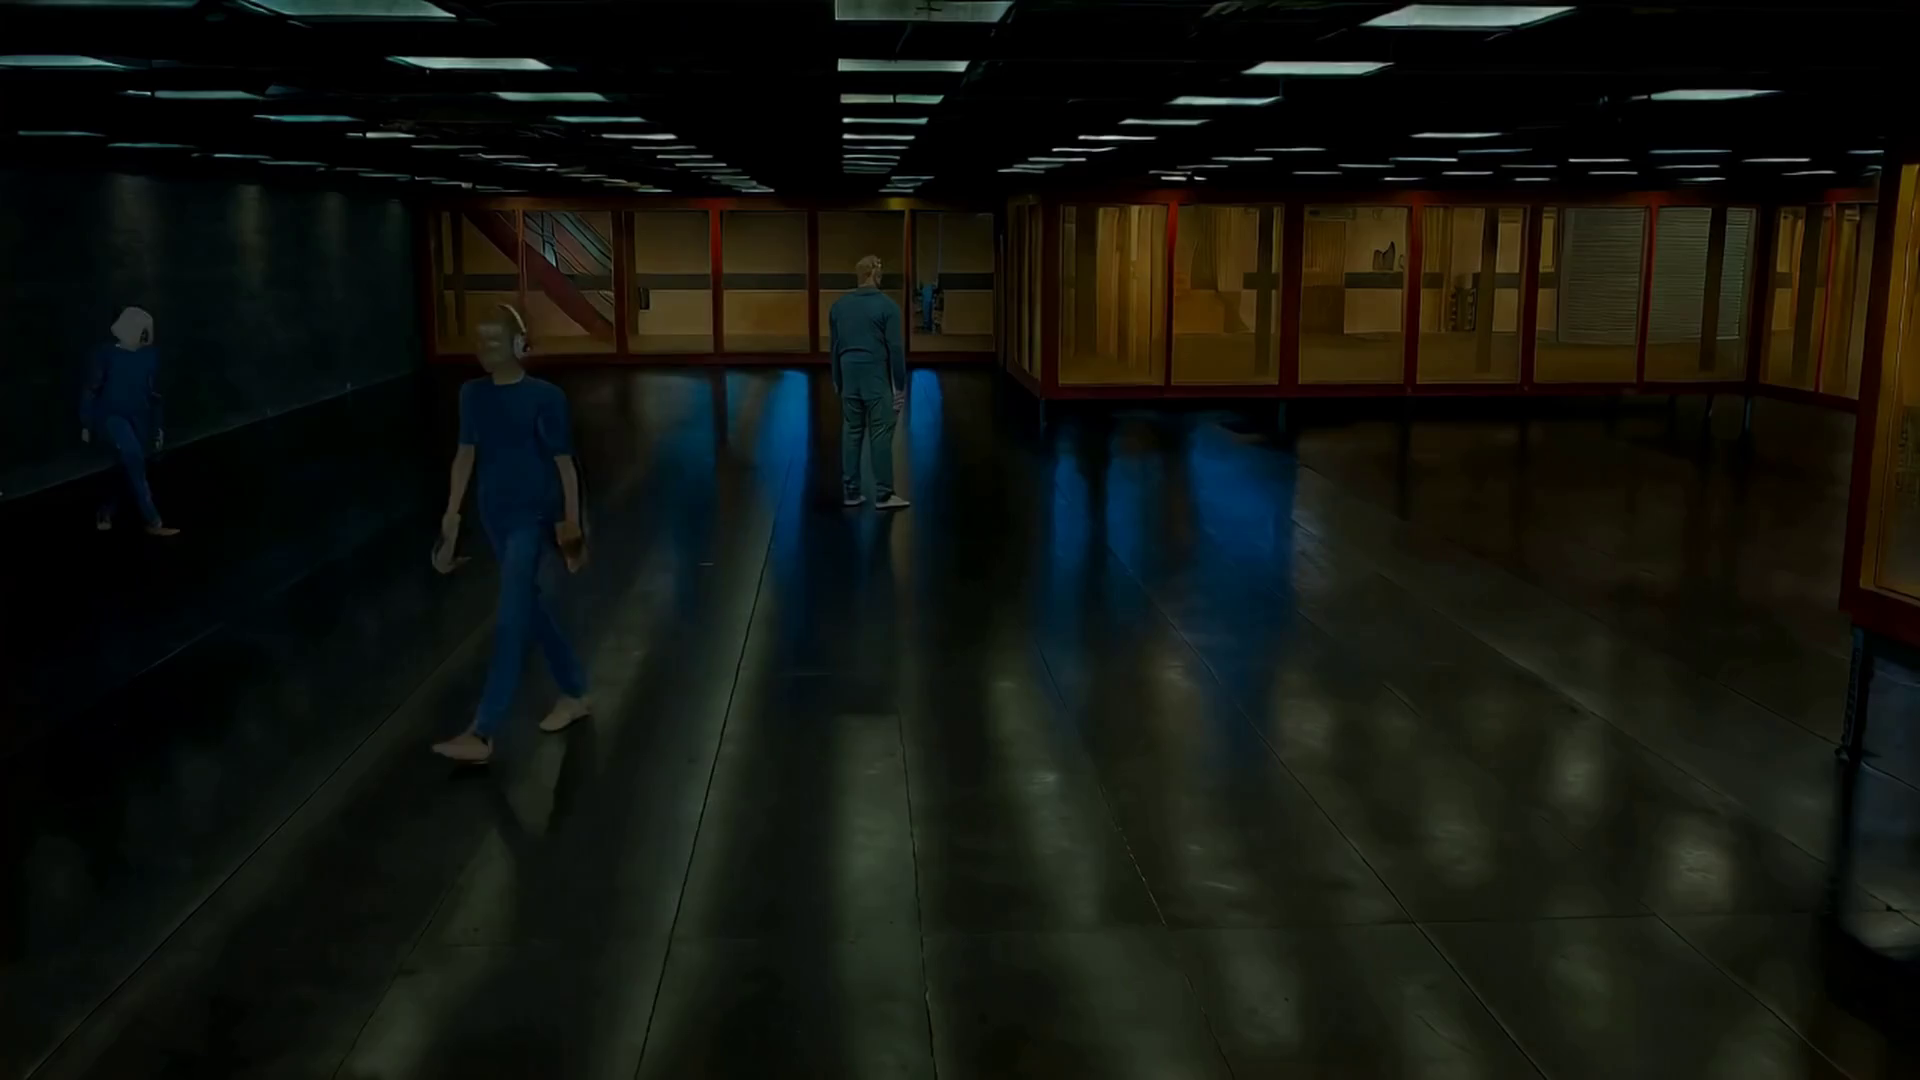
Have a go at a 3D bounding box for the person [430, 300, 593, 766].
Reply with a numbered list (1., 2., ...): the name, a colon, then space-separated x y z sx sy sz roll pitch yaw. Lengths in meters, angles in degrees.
1. person: -1.813 -0.044 6.678 0.505 1.819 0.995 6 12 28

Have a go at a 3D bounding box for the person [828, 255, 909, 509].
1. person: -0.670 -1.186 12.583 0.651 1.907 0.409 6 12 30

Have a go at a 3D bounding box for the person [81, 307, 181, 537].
1. person: -5.785 -0.817 11.480 0.823 1.579 0.539 5 11 23
